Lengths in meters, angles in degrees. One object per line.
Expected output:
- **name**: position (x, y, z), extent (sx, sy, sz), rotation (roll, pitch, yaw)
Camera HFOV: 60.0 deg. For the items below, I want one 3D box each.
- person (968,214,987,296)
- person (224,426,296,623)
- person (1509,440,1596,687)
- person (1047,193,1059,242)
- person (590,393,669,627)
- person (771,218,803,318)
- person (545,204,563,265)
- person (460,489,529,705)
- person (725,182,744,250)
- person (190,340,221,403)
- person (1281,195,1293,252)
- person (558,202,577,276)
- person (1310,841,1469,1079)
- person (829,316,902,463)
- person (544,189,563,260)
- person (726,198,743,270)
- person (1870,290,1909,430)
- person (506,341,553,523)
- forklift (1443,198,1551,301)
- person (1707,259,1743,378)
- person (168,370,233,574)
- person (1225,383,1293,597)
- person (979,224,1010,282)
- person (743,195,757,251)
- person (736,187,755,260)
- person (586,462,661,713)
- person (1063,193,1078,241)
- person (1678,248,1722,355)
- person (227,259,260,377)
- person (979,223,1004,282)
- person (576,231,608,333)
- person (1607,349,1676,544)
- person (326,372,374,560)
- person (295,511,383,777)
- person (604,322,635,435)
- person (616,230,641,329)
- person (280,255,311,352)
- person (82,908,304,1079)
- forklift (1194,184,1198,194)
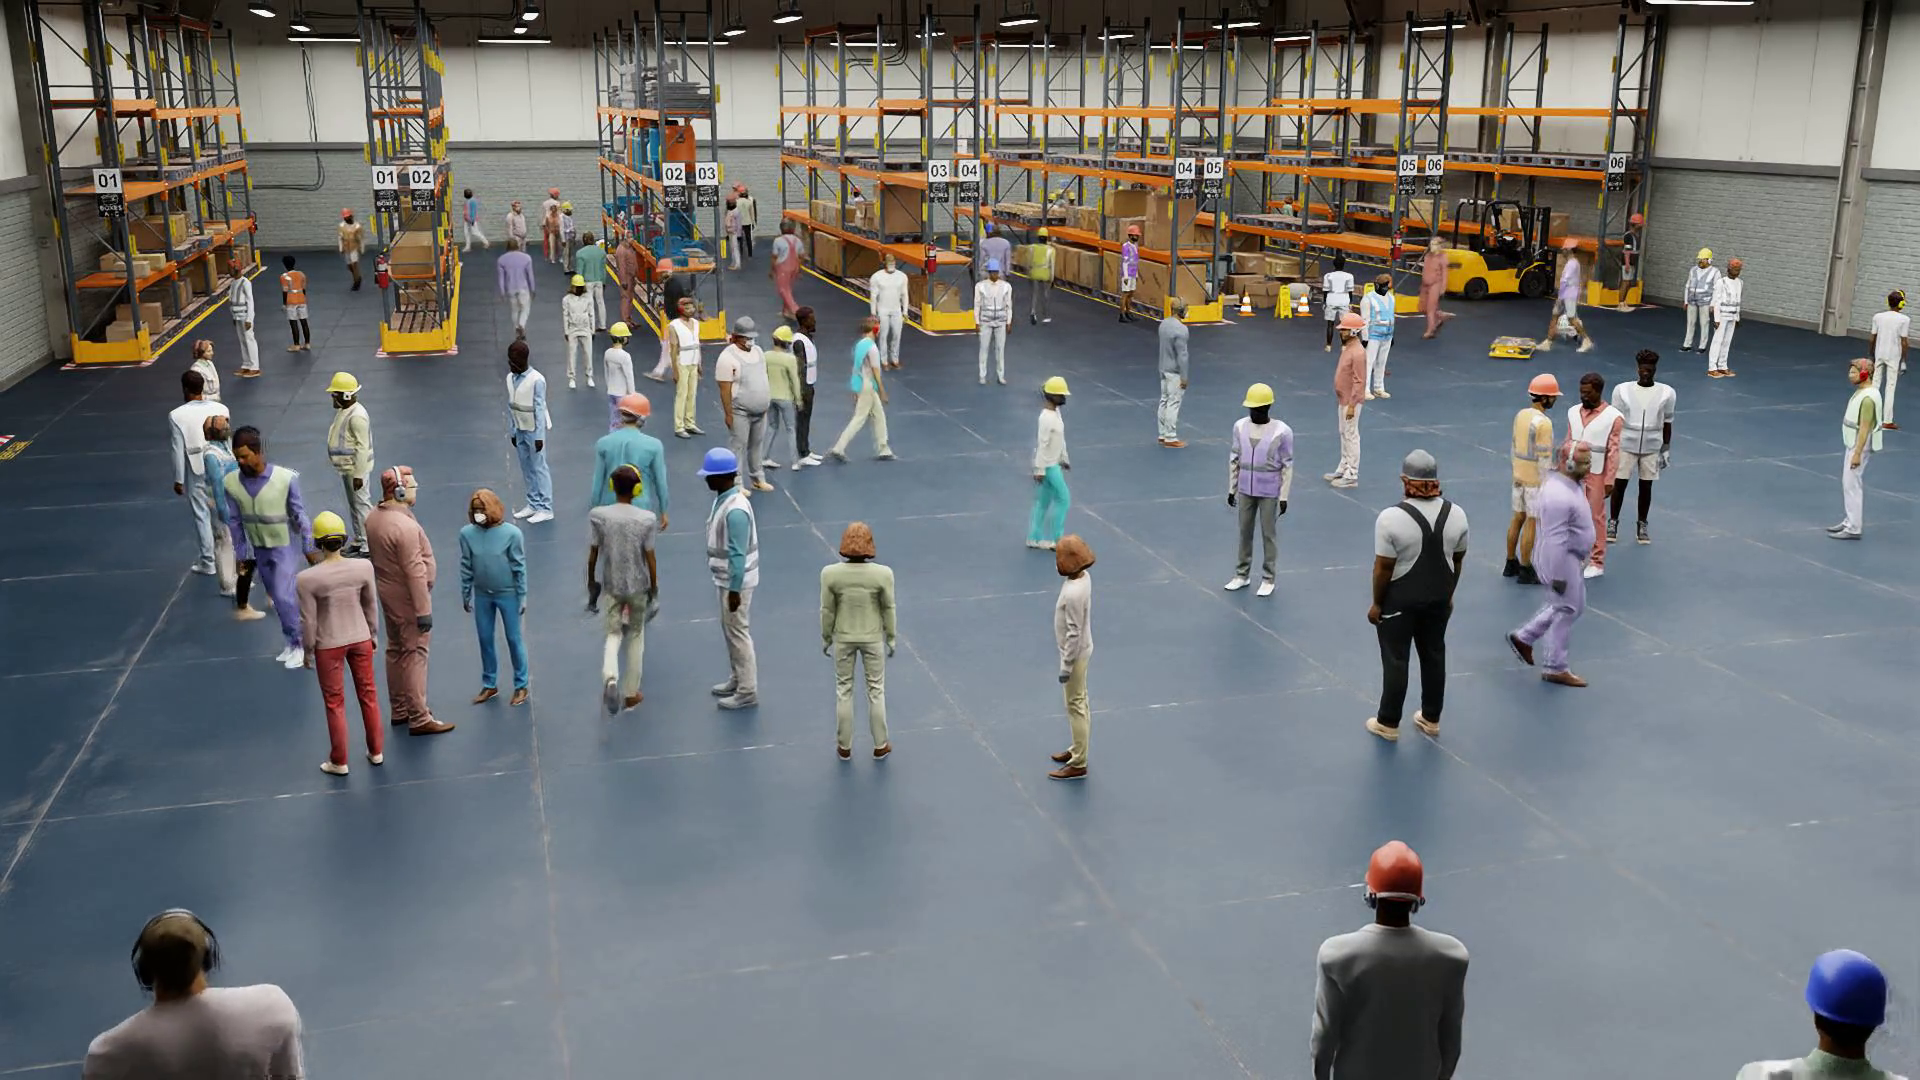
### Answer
- **person**: position (0.391, -6.341, 37.160), extent (0.552, 1.849, 0.572), rotation (-5, 16, -17)
- **person**: position (-5.958, -0.148, 14.194), extent (0.704, 1.672, 0.538), rotation (-13, 20, -40)
- **person**: position (4.544, 0.164, 12.607), extent (0.528, 1.890, 0.671), rotation (6, 16, 23)
- **person**: position (2.514, -8.625, 45.816), extent (0.404, 1.826, 0.592), rotation (-13, 20, -41)
- **person**: position (-2.822, -0.260, 14.133), extent (0.669, 1.936, 1.044), rotation (4, 15, 14)
- **person**: position (-3.477, -5.481, 33.561), extent (0.759, 2.000, 0.687), rotation (14, 21, 43)
- **person**: position (-10.919, -8.267, 44.899), extent (0.512, 1.596, 0.846), rotation (-2, 15, -6)
- **person**: position (-3.404, 0.415, 12.175), extent (0.508, 1.626, 0.288), rotation (3, 15, 10)
- **person**: position (-6.601, -9.518, 48.881), extent (0.638, 1.980, 0.427), rotation (3, 15, 10)
- **person**: position (-8.820, -1.533, 19.494), extent (0.313, 1.632, 0.520), rotation (-1, 15, -5)
- **person**: position (9.491, -9.153, 48.161), extent (0.265, 1.631, 0.508), rotation (-5, 16, -18)
- **person**: position (-9.846, -7.572, 41.827), extent (0.404, 1.831, 0.600), rotation (3, 15, 12)
- **person**: position (1.562, 1.945, 6.167), extent (0.563, 1.751, 0.342), rotation (0, 15, -1)
- **person**: position (-1.186, -1.820, 20.289), extent (0.917, 1.806, 0.558), rotation (-3, 15, -11)
- **person**: position (-11.195, -8.715, 45.915), extent (0.693, 1.927, 0.959), rotation (7, 16, 24)
- **person**: position (-5.868, -7.948, 43.238), extent (0.430, 1.843, 0.623), rotation (-7, 17, -26)
- **person**: position (12.493, -2.424, 22.385), extent (0.327, 1.874, 0.517), rotation (-9, 18, -31)
- **person**: position (-4.529, -1.144, 17.508), extent (0.584, 1.911, 0.394), rotation (13, 19, 39)
- **forklift**: position (11.913, -6.508, 37.130), extent (2.313, 2.155, 1.214), rotation (-4, 15, -15)
- **person**: position (12.246, -3.537, 26.552), extent (0.573, 1.883, 0.356), rotation (-8, 17, -28)
- **person**: position (-7.063, -0.632, 15.575), extent (0.385, 1.910, 0.594), rotation (9, 17, 30)
- **person**: position (2.660, -0.451, 14.857), extent (0.593, 1.922, 0.383), rotation (11, 19, 36)
- **person**: position (0.648, -5.402, 33.522), extent (0.644, 1.901, 0.874), rotation (-4, 15, -13)
- **person**: position (-6.305, -9.362, 48.640), extent (0.655, 1.797, 0.752), rotation (6, 16, 23)
- **person**: position (-5.981, -8.744, 45.929), extent (0.622, 1.993, 0.384), rotation (-4, 15, -15)
- **person**: position (-2.421, 0.367, 11.916), extent (0.534, 1.848, 0.585), rotation (1, 15, 2)
- **person**: position (3.209, -9.144, 47.938), extent (0.525, 1.733, 0.861), rotation (-5, 16, -17)
- **person**: position (12.886, -4.155, 28.969), extent (0.404, 1.833, 0.590), rotation (-12, 19, -37)
- **person**: position (-11.477, -3.552, 26.600), extent (0.573, 1.886, 0.354), rotation (14, 20, 43)
- **person**: position (0.600, -5.387, 33.386), extent (0.609, 1.946, 0.405), rotation (-4, 15, -14)
- **person**: position (-6.954, -4.853, 31.420), extent (0.630, 1.933, 0.371), rotation (-13, 20, -40)
- **person**: position (6.768, -0.932, 16.586), extent (0.612, 1.963, 0.361), rotation (4, 15, 16)
- **person**: position (-5.838, -0.700, 15.970), extent (0.403, 1.833, 0.586), rotation (-9, 17, -30)
- **person**: position (-4.064, 0.677, 10.915), extent (0.525, 1.769, 0.308), rotation (-14, 20, -42)
- **person**: position (-4.058, -1.734, 19.989), extent (0.312, 1.768, 0.529), rotation (-14, 20, -43)
- **person**: position (-6.403, -5.031, 32.139), extent (0.399, 1.902, 0.643), rotation (1, 15, 3)
- **person**: position (-11.689, -4.148, 29.215), extent (0.320, 1.692, 0.531), rotation (7, 16, 25)
- **person**: position (-2.386, 2.094, 5.313), extent (0.631, 1.916, 0.867), rotation (-6, 16, -23)
- **forklift**: position (7.392, -11.333, 53.972), extent (1.873, 2.768, 1.129), rotation (-4, 15, -15)
